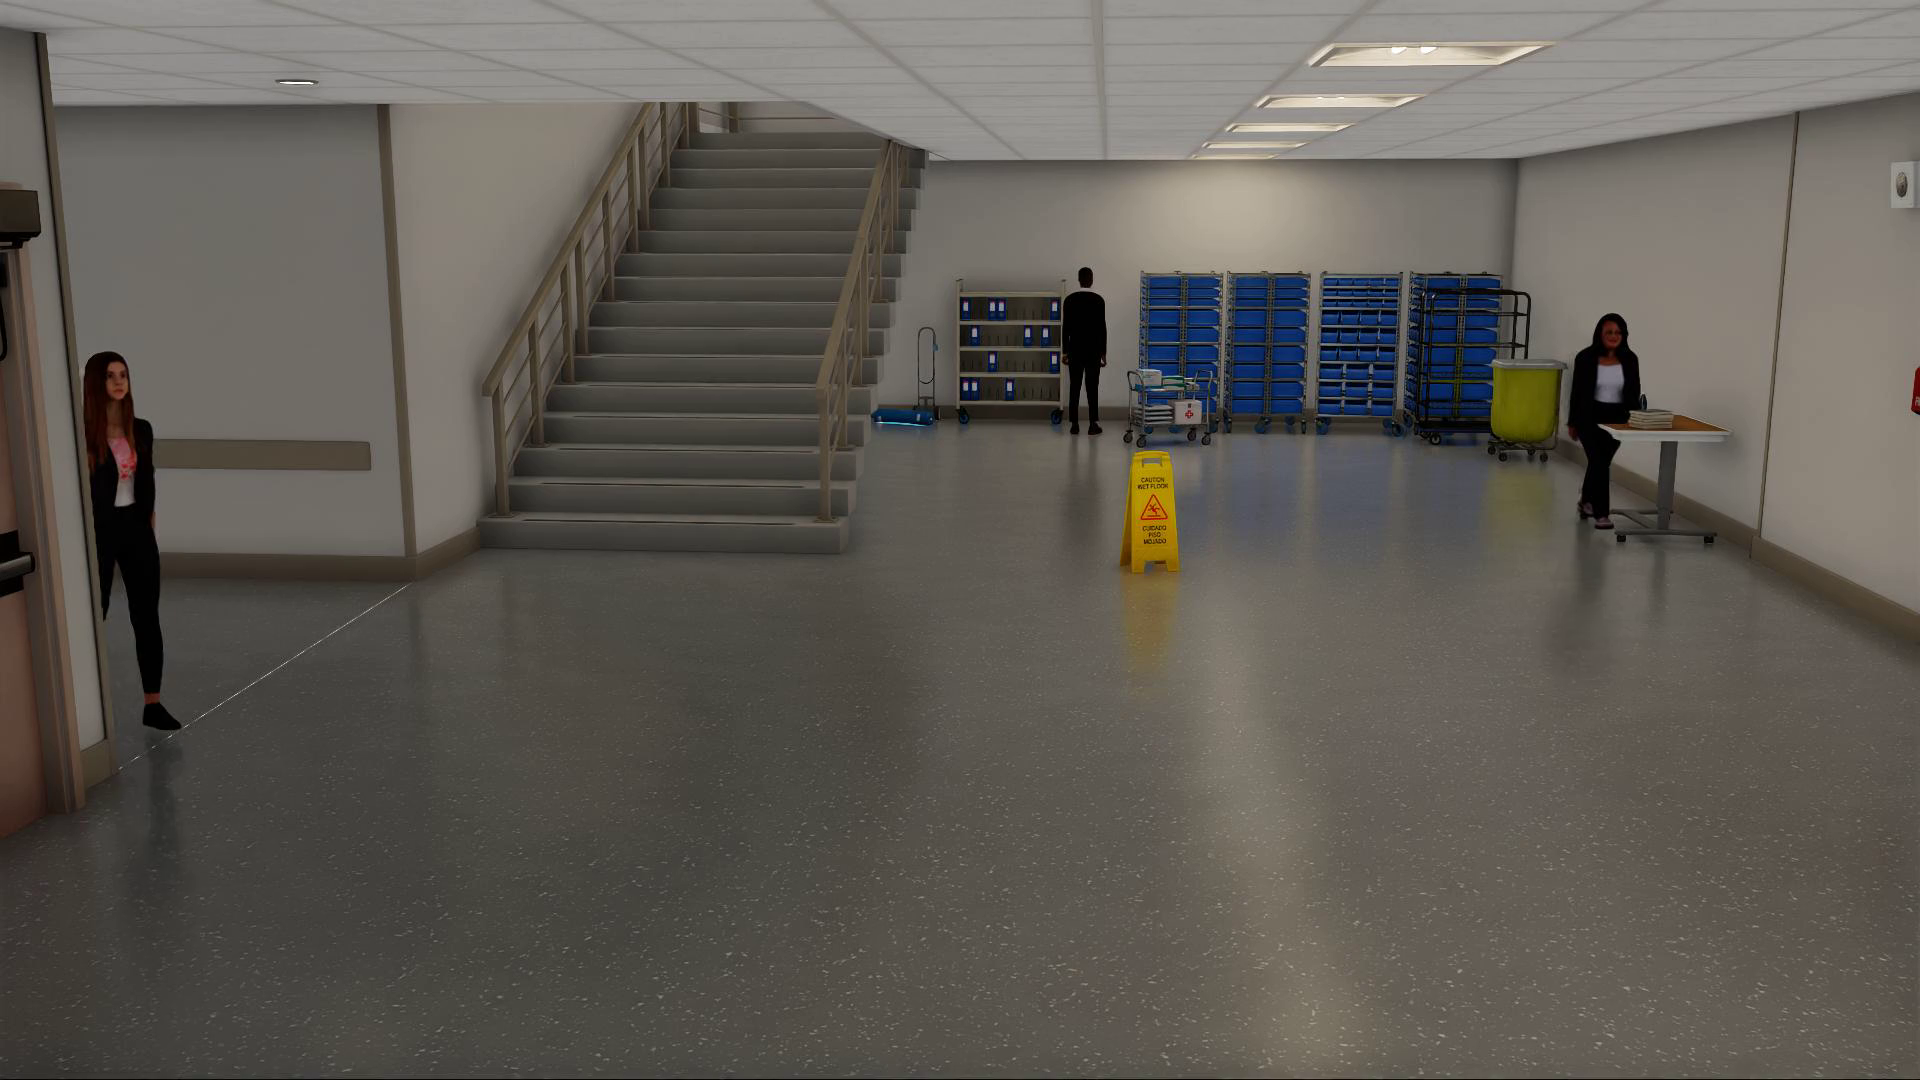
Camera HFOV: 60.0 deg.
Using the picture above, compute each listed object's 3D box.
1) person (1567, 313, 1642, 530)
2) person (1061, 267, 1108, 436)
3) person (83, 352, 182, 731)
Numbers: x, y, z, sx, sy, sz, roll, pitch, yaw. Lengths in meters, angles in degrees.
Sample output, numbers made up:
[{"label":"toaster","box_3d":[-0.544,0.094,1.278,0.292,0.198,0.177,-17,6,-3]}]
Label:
[{"label":"person","box_3d":[4.817,-0.883,12.528,0.706,1.578,1.110,0,11,1]},{"label":"person","box_3d":[1.353,-2.067,18.151,0.680,1.809,0.578,3,11,13]},{"label":"person","box_3d":[-3.874,0.016,7.501,1.056,1.686,1.126,8,13,37]}]
